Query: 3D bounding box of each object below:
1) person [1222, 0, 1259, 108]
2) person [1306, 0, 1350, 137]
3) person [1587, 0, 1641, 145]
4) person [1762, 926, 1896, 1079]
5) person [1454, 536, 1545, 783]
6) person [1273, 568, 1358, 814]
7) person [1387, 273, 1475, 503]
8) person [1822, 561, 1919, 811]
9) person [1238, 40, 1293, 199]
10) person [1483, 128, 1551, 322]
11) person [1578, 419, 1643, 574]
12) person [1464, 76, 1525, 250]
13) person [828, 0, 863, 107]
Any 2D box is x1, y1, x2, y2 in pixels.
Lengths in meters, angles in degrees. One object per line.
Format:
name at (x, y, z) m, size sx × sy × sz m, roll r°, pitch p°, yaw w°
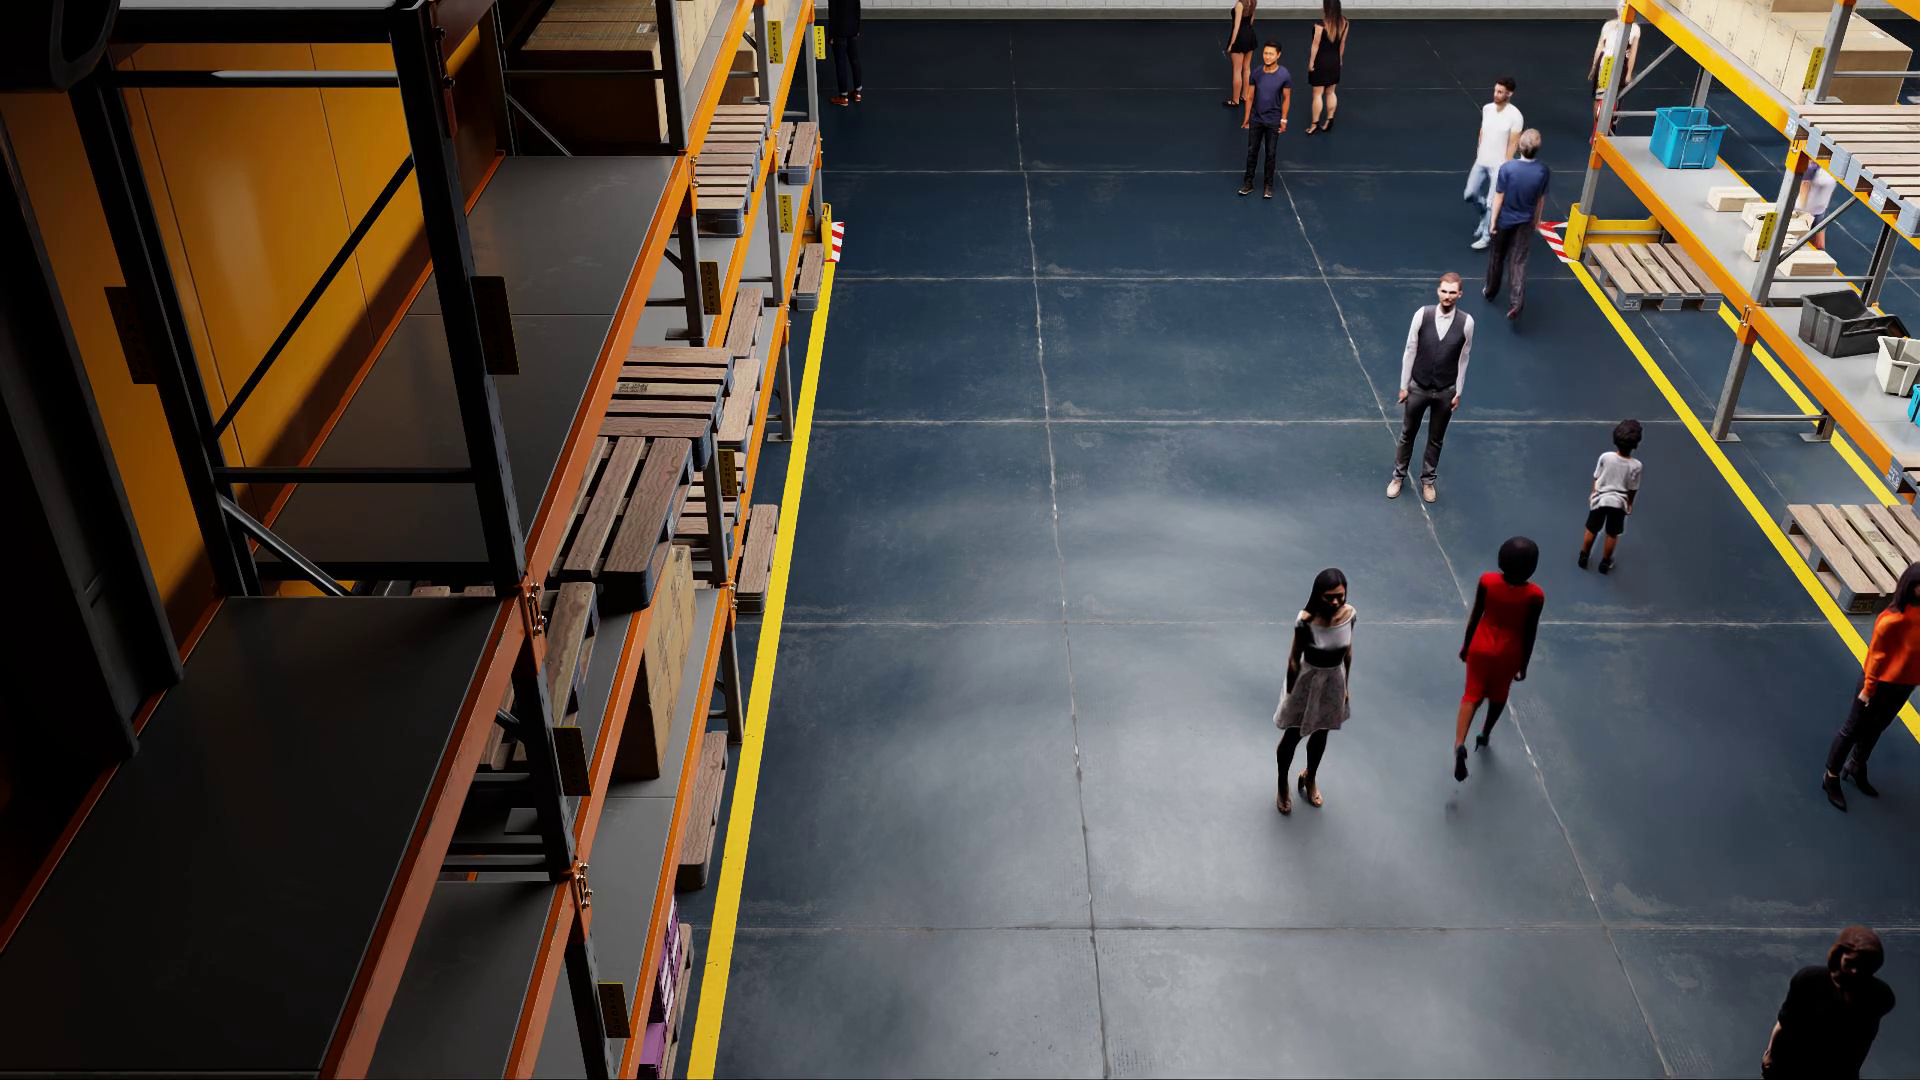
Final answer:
person at (3.602, -6.381, 21.223) m, size 0.739 × 1.674 × 0.674 m, roll 27°, pitch 42°, yaw 34°
person at (4.482, -5.802, 20.317) m, size 0.743 × 1.712 × 0.758 m, roll -16°, pitch 37°, yaw -23°
person at (7.896, -5.672, 20.092) m, size 0.856 × 1.746 × 0.927 m, roll 24°, pitch 41°, yaw 32°
person at (4.046, 2.455, 7.900) m, size 0.639 × 1.705 × 0.587 m, roll 9°, pitch 35°, yaw 13°
person at (3.325, 0.775, 10.416) m, size 0.875 × 1.719 × 1.084 m, roll 17°, pitch 37°, yaw 23°
person at (2.168, 0.923, 10.143) m, size 0.716 × 1.774 × 0.717 m, roll -8°, pitch 34°, yaw -12°
person at (3.758, -1.235, 13.241) m, size 0.711 × 1.938 × 0.658 m, roll 8°, pitch 34°, yaw 12°
person at (5.700, 0.873, 10.242) m, size 0.700 × 1.748 × 0.695 m, roll -14°, pitch 36°, yaw -20°
person at (3.432, -4.724, 18.624) m, size 0.714 × 1.790 × 0.659 m, roll 12°, pitch 35°, yaw 18°
person at (5.345, -2.998, 15.984) m, size 0.745 × 1.839 × 1.166 m, roll 4°, pitch 34°, yaw 5°
person at (4.893, -0.328, 12.492) m, size 0.556 × 1.257 × 0.591 m, roll 15°, pitch 36°, yaw 21°
person at (5.659, -3.960, 17.424) m, size 0.913 × 1.846 × 0.847 m, roll -22°, pitch 39°, yaw -29°
person at (-1.469, -6.501, 21.271) m, size 0.838 × 1.819 × 0.778 m, roll 29°, pitch 43°, yaw 36°
